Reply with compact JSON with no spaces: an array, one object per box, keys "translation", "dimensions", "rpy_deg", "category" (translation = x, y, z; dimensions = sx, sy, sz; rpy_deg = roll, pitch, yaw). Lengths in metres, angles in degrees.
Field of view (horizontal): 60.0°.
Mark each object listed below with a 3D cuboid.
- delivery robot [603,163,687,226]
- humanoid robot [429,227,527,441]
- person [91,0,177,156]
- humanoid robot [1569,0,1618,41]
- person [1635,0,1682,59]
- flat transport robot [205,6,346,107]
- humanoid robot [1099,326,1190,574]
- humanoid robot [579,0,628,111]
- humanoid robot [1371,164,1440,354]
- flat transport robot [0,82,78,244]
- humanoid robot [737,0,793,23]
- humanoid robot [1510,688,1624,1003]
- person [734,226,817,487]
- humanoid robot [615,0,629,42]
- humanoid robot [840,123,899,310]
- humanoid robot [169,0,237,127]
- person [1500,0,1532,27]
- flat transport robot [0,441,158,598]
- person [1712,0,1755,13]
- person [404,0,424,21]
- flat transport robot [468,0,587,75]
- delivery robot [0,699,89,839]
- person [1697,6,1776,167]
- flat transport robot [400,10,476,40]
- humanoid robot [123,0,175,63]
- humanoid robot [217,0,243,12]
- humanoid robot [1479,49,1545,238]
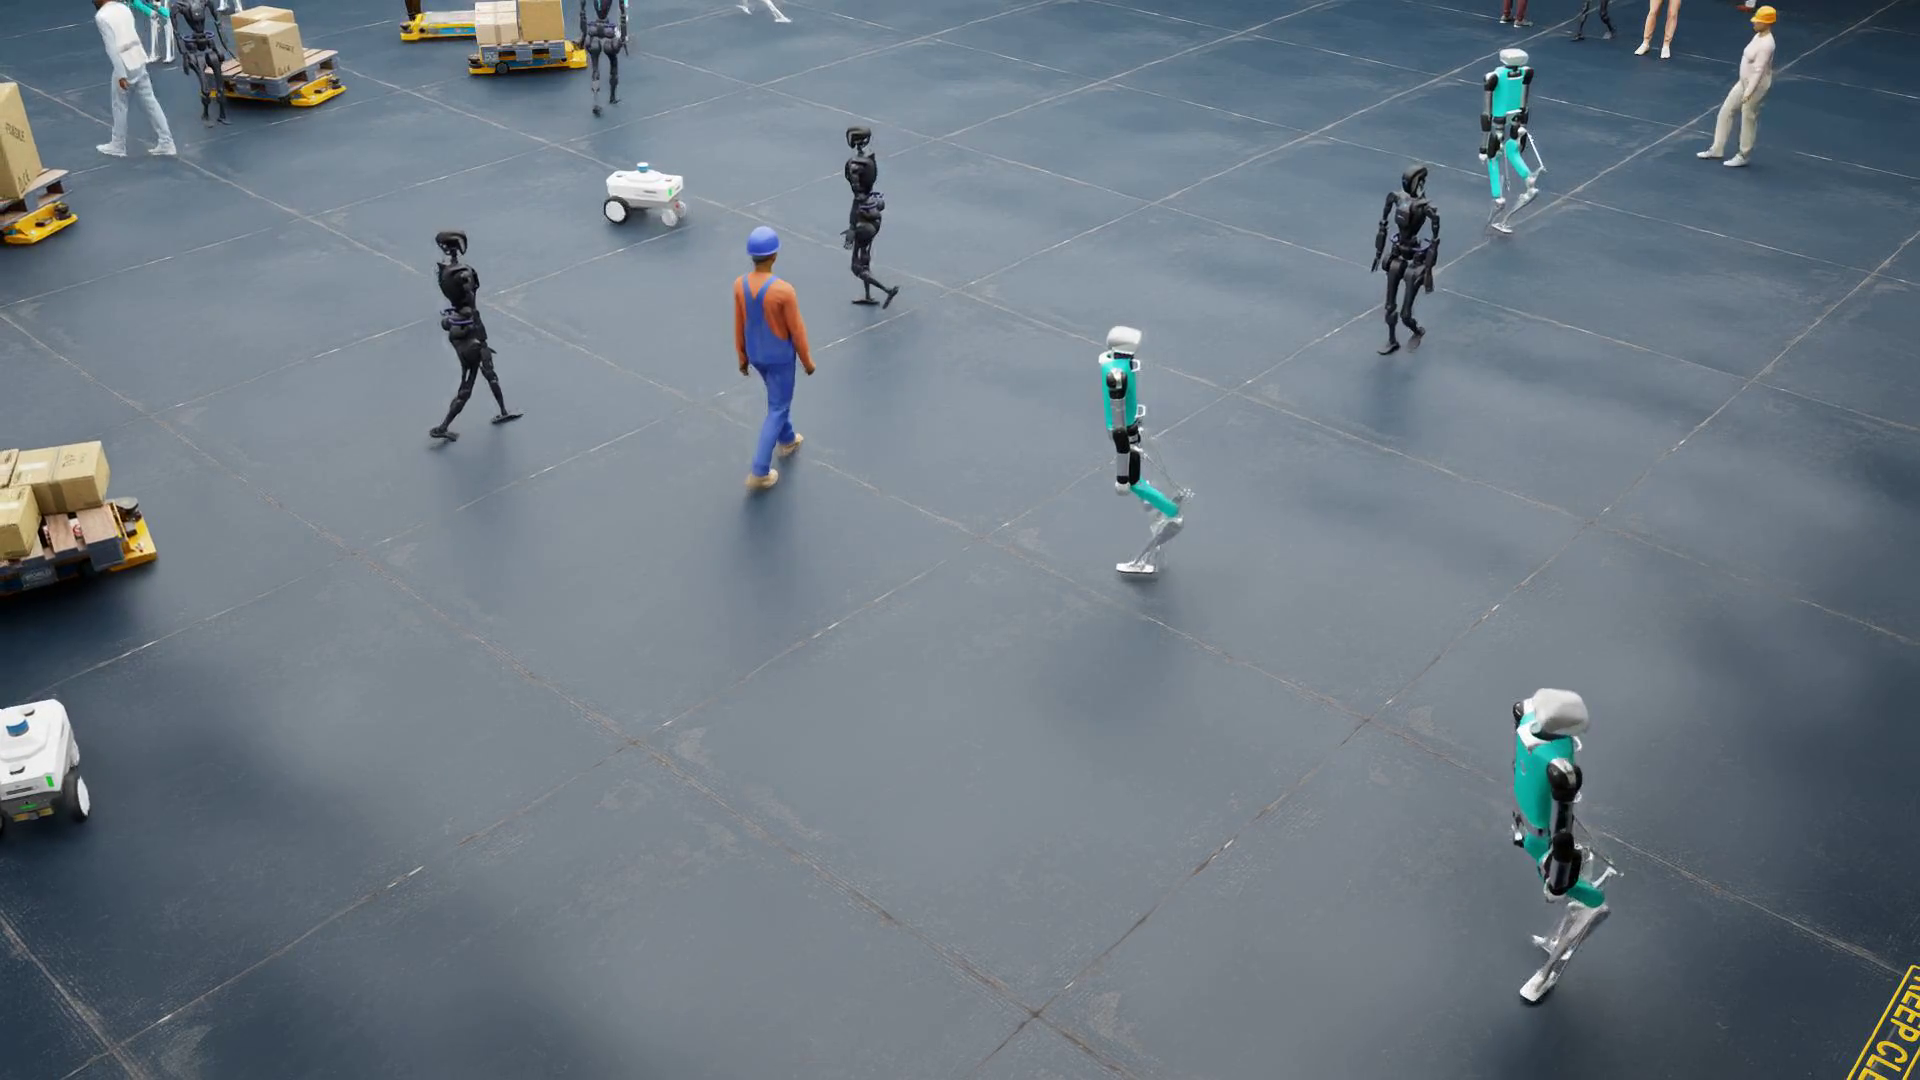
[{"translation":[-3.115,-3.409,16.390],"dimensions":[0.817,0.613,0.499],"rpy_deg":[7,33,11],"category":"delivery robot"},{"translation":[-3.700,-1.534,12.336],"dimensions":[0.761,1.638,0.593],"rpy_deg":[-19,37,-28],"category":"humanoid robot"},{"translation":[-8.982,-5.031,17.735],"dimensions":[0.930,1.866,0.614],"rpy_deg":[4,32,6],"category":"person"},{"translation":[8.392,-7.320,21.652],"dimensions":[0.687,1.653,0.610],"rpy_deg":[-20,37,-29],"category":"humanoid robot"},{"translation":[8.964,-7.047,20.981],"dimensions":[0.531,1.871,0.351],"rpy_deg":[16,35,24],"category":"person"},{"translation":[-8.162,-5.406,19.859],"dimensions":[1.431,0.231,0.659],"rpy_deg":[9,33,14],"category":"flat transport robot"},{"translation":[1.220,-0.453,10.603],"dimensions":[0.730,1.899,0.537],"rpy_deg":[3,32,5],"category":"humanoid robot"},{"translation":[-4.145,-5.785,19.168],"dimensions":[0.593,1.640,0.528],"rpy_deg":[6,32,10],"category":"humanoid robot"},{"translation":[3.636,-2.286,13.504],"dimensions":[0.434,1.632,0.610],"rpy_deg":[-25,40,-34],"category":"humanoid robot"},{"translation":[-9.442,-3.139,16.209],"dimensions":[1.431,0.231,0.659],"rpy_deg":[7,32,11],"category":"flat transport robot"},{"translation":[-2.793,-7.914,22.551],"dimensions":[1.018,1.785,0.530],"rpy_deg":[11,33,17],"category":"humanoid robot"},{"translation":[2.804,1.393,7.528],"dimensions":[0.819,1.787,0.585],"rpy_deg":[-2,32,-4],"category":"humanoid robot"},{"translation":[-1.334,-1.304,11.744],"dimensions":[0.526,1.874,0.888],"rpy_deg":[17,36,25],"category":"person"},{"translation":[-4.365,-7.192,21.367],"dimensions":[0.582,1.751,1.012],"rpy_deg":[-14,34,-21],"category":"humanoid robot"},{"translation":[-0.770,-2.778,14.290],"dimensions":[0.445,1.642,0.601],"rpy_deg":[6,32,10],"category":"humanoid robot"},{"translation":[-8.458,-5.479,18.639],"dimensions":[0.343,1.656,0.593],"rpy_deg":[26,40,35],"category":"humanoid robot"},{"translation":[7.603,-7.821,22.294],"dimensions":[0.380,1.806,0.548],"rpy_deg":[-16,35,-24],"category":"person"},{"translation":[-6.131,0.110,10.976],"dimensions":[1.431,0.231,0.659],"rpy_deg":[-18,36,-27],"category":"flat transport robot"},{"translation":[10.859,-8.313,23.112],"dimensions":[0.514,1.772,0.978],"rpy_deg":[-21,37,-30],"category":"person"},{"translation":[-7.321,-7.797,22.102],"dimensions":[0.373,1.965,0.605],"rpy_deg":[-19,37,-28],"category":"person"},{"translation":[-5.462,-6.117,21.003],"dimensions":[1.431,0.231,0.659],"rpy_deg":[-7,33,-11],"category":"flat transport robot"},{"translation":[-4.989,1.221,8.932],"dimensions":[0.499,0.612,0.805],"rpy_deg":[-11,33,-17],"category":"delivery robot"},{"translation":[8.184,-4.747,17.444],"dimensions":[0.580,1.678,0.512],"rpy_deg":[3,32,4],"category":"person"},{"translation":[-6.705,-6.887,22.244],"dimensions":[1.431,0.231,0.659],"rpy_deg":[-4,32,-7],"category":"flat transport robot"},{"translation":[-10.115,-6.832,20.685],"dimensions":[0.531,1.708,0.730],"rpy_deg":[4,32,6],"category":"humanoid robot"},{"translation":[-10.208,-8.098,22.828],"dimensions":[0.536,1.805,0.787],"rpy_deg":[-6,32,-10],"category":"humanoid robot"},{"translation":[5.229,-3.624,15.667],"dimensions":[0.535,1.847,0.743],"rpy_deg":[-14,35,-21],"category":"humanoid robot"}]
